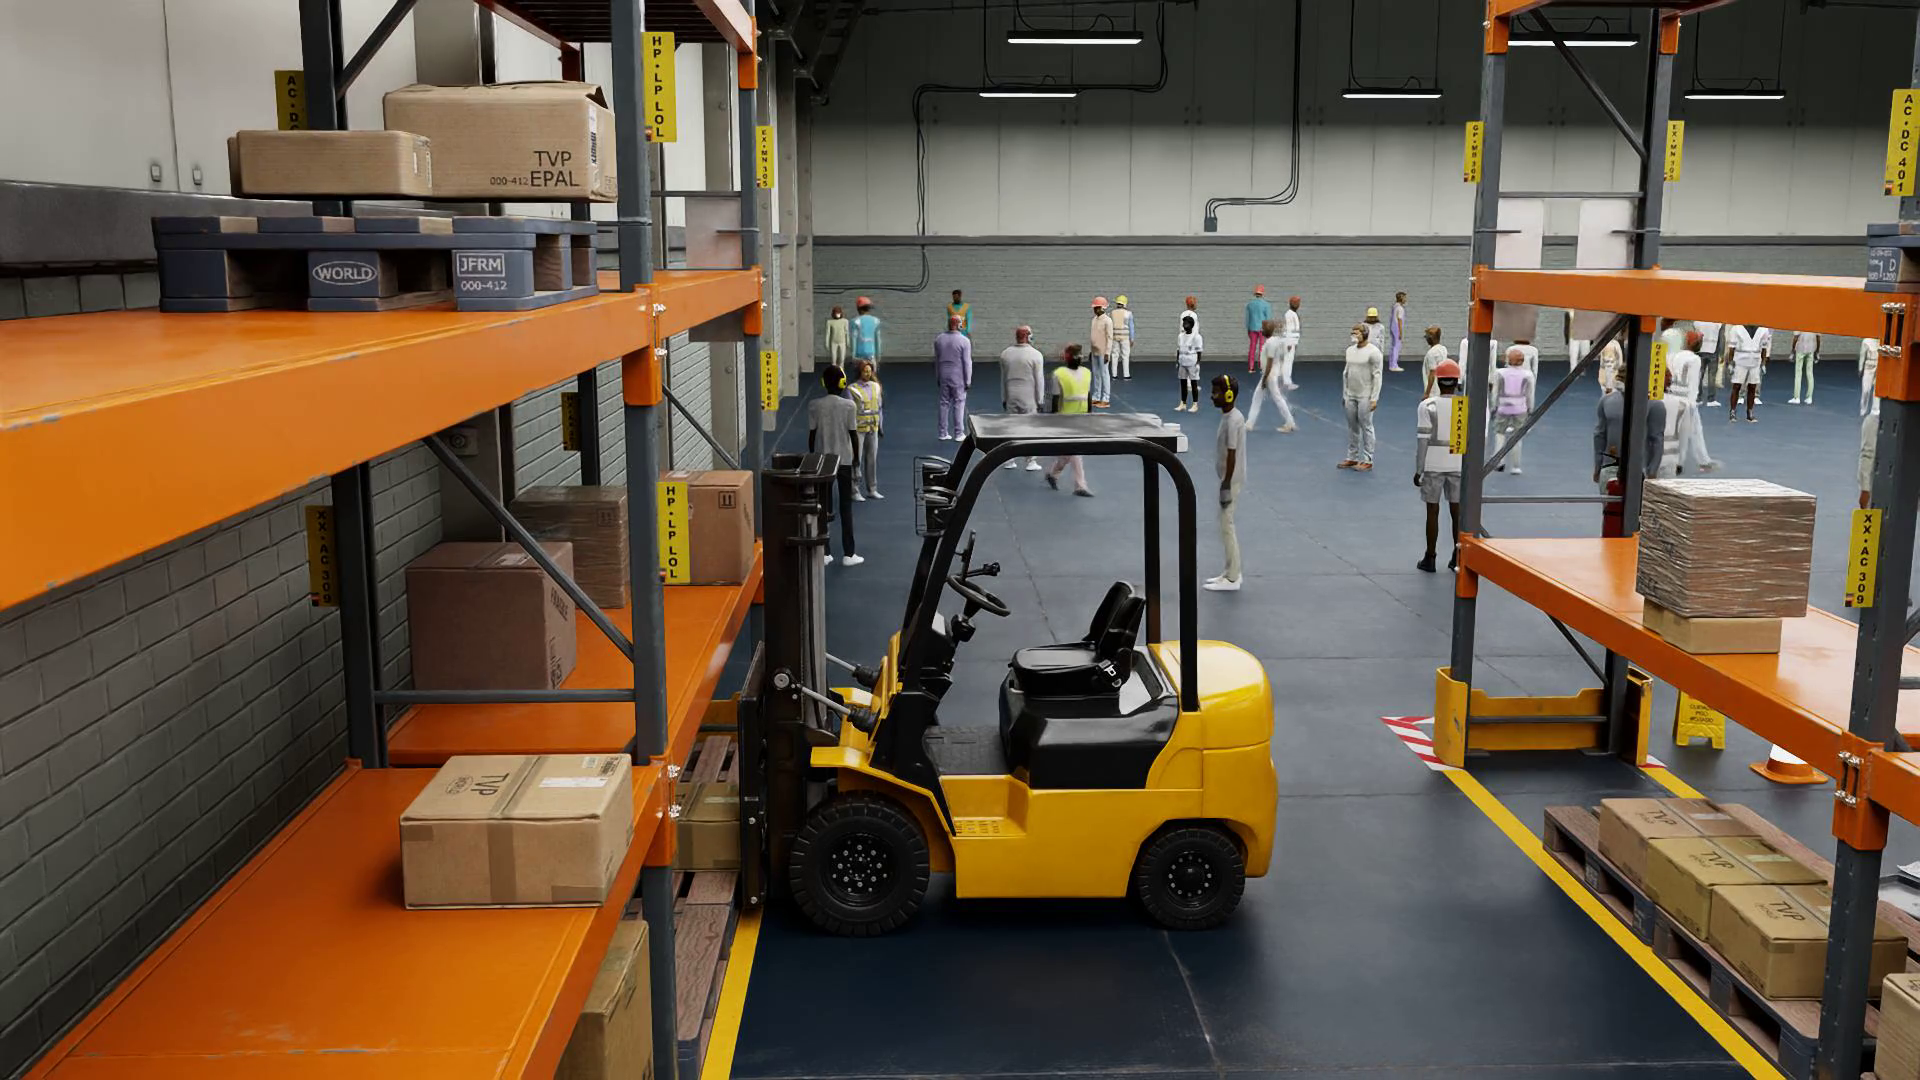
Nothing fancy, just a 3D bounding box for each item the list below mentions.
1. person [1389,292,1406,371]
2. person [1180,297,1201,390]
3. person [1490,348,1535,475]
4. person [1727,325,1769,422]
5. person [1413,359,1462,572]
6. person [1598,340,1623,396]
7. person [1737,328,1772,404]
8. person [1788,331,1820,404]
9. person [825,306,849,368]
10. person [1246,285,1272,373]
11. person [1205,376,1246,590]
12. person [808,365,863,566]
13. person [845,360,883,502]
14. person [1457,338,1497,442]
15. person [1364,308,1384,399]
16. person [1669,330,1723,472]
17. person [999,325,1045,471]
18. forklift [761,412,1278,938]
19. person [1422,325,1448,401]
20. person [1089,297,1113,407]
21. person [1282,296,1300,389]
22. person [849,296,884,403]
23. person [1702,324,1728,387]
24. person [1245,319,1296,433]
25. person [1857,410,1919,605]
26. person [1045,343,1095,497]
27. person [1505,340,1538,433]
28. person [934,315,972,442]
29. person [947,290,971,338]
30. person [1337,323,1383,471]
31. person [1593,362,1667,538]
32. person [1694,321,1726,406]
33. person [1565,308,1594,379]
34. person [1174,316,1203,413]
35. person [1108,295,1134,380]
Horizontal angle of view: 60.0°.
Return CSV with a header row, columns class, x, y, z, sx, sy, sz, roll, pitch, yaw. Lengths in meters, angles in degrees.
class,x,y,z,sx,sy,sz,roll,pitch,yaw
person,10.127,-4.816,38.475,0.341,1.838,0.501,-1,10,-3
person,4.642,-3.963,33.578,0.355,1.883,0.573,-4,11,-22
person,7.101,-1.648,21.374,0.548,1.628,0.364,4,11,20
person,13.056,-2.928,27.577,0.613,1.965,0.361,1,10,8
person,4.388,-0.672,15.098,0.552,1.933,0.368,0,10,-2
person,9.497,-2.298,24.196,0.386,1.924,0.548,5,11,26
person,14.633,-3.459,30.645,0.587,1.927,0.365,2,10,13
person,15.630,-3.454,30.781,0.534,1.869,0.311,1,10,3
person,-2.614,-4.163,35.429,0.535,1.622,0.435,-3,11,-14
person,6.827,-4.809,37.969,0.618,1.997,0.373,7,12,34
person,2.292,-0.488,14.307,0.334,1.855,0.531,2,10,8
person,-1.150,-0.687,15.381,0.519,1.865,0.326,3,11,16
person,-1.107,-1.262,19.237,0.505,1.631,0.310,-10,14,-43
person,7.716,-2.391,24.839,0.579,1.878,0.342,-2,10,-9
person,7.810,-3.538,31.598,0.494,1.743,0.308,0,10,2
person,9.504,-1.795,21.590,0.886,1.843,0.641,-1,10,-7
person,0.831,-1.860,21.837,0.641,1.899,0.394,6,12,30
forklift,0.291,0.548,7.580,2.313,2.155,1.214,0,10,-2
person,6.550,-2.048,23.033,0.343,1.839,0.506,7,12,34
person,2.532,-3.401,30.136,0.376,1.995,0.612,-6,12,-30
person,6.762,-4.026,33.931,0.360,1.882,0.575,4,11,21
person,-1.684,-3.380,29.950,0.612,2.024,0.758,-6,12,-32
person,15.410,-4.150,34.177,0.692,2.000,0.703,7,12,35
person,4.839,-2.554,25.978,0.957,1.801,0.525,0,10,2
person,7.692,-0.427,13.693,0.605,1.949,0.402,0,10,-3
person,1.301,-1.446,19.753,0.579,1.813,0.874,-9,13,-40
person,8.783,-2.492,26.076,0.507,1.631,0.266,1,10,5
person,-0.079,-2.426,24.982,0.644,1.900,0.399,7,12,33
person,-0.030,-4.811,38.321,0.625,1.863,0.948,3,11,18
person,5.239,-1.869,21.757,0.352,1.937,0.635,-6,12,-29
person,5.999,-0.650,14.971,0.375,1.936,0.628,-9,14,-42
person,13.671,-3.406,30.378,0.392,1.919,0.591,-8,13,-39
person,13.482,-4.405,36.201,0.641,1.827,0.431,2,10,8
person,4.011,-3.085,29.203,0.319,1.695,0.539,-9,13,-41
person,3.484,-4.358,35.919,0.590,1.833,0.404,5,11,25
